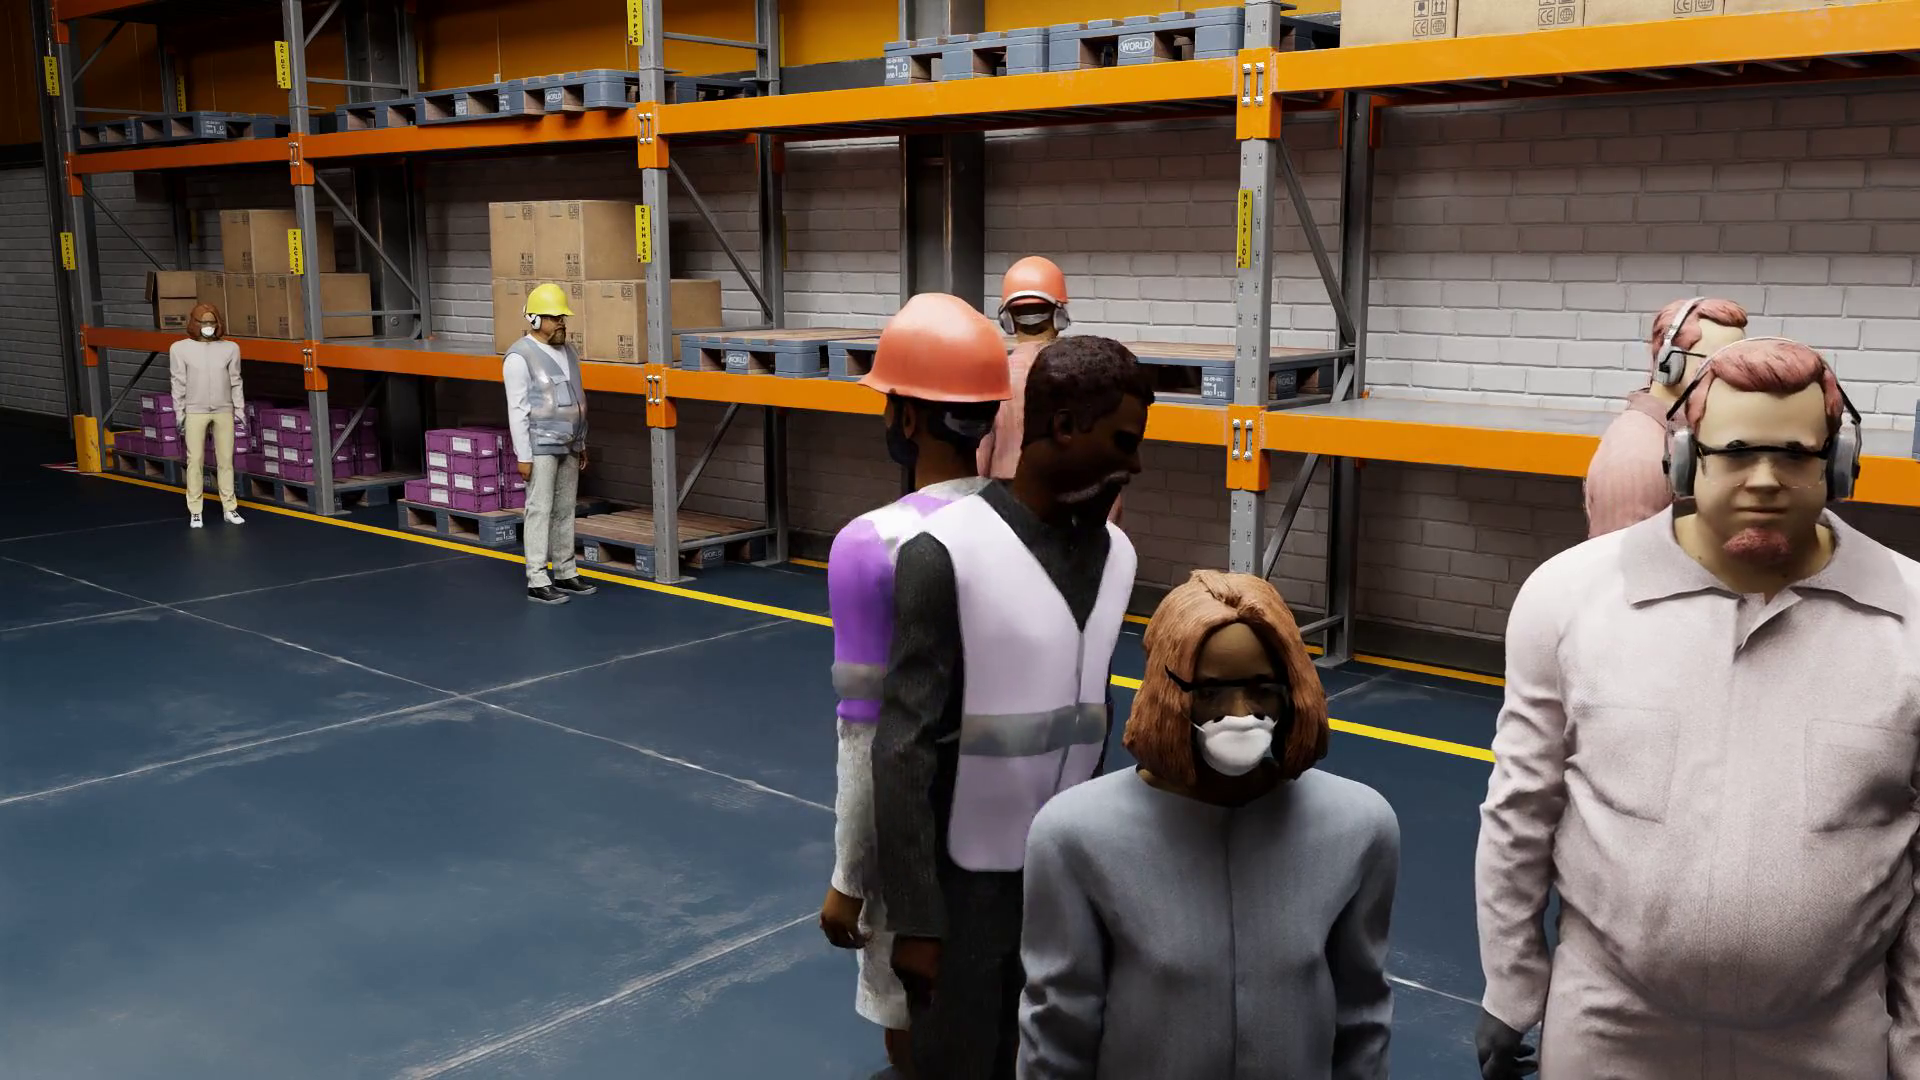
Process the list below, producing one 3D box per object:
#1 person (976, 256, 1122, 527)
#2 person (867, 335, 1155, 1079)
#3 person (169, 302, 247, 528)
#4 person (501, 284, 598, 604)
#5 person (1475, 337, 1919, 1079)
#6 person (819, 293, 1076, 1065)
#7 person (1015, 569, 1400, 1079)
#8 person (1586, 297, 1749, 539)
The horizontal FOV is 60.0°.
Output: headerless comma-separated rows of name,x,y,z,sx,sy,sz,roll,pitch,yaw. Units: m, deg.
person,0.267,0.007,5.881,0.612,1.991,0.392,-3,10,-15
person,0.000,0.568,3.037,0.679,1.877,0.659,8,13,39
person,-5.467,-0.910,12.121,0.498,1.633,0.280,-8,13,-37
person,-2.340,-0.549,9.540,0.403,1.825,0.587,4,11,22
person,1.055,0.671,2.344,0.651,1.905,0.409,4,11,21
person,-0.031,0.524,3.079,0.545,1.942,0.353,-9,14,-42
person,0.321,0.840,2.156,0.505,1.633,0.279,-2,10,-9
person,1.785,0.351,4.188,0.401,1.907,0.659,7,12,34
